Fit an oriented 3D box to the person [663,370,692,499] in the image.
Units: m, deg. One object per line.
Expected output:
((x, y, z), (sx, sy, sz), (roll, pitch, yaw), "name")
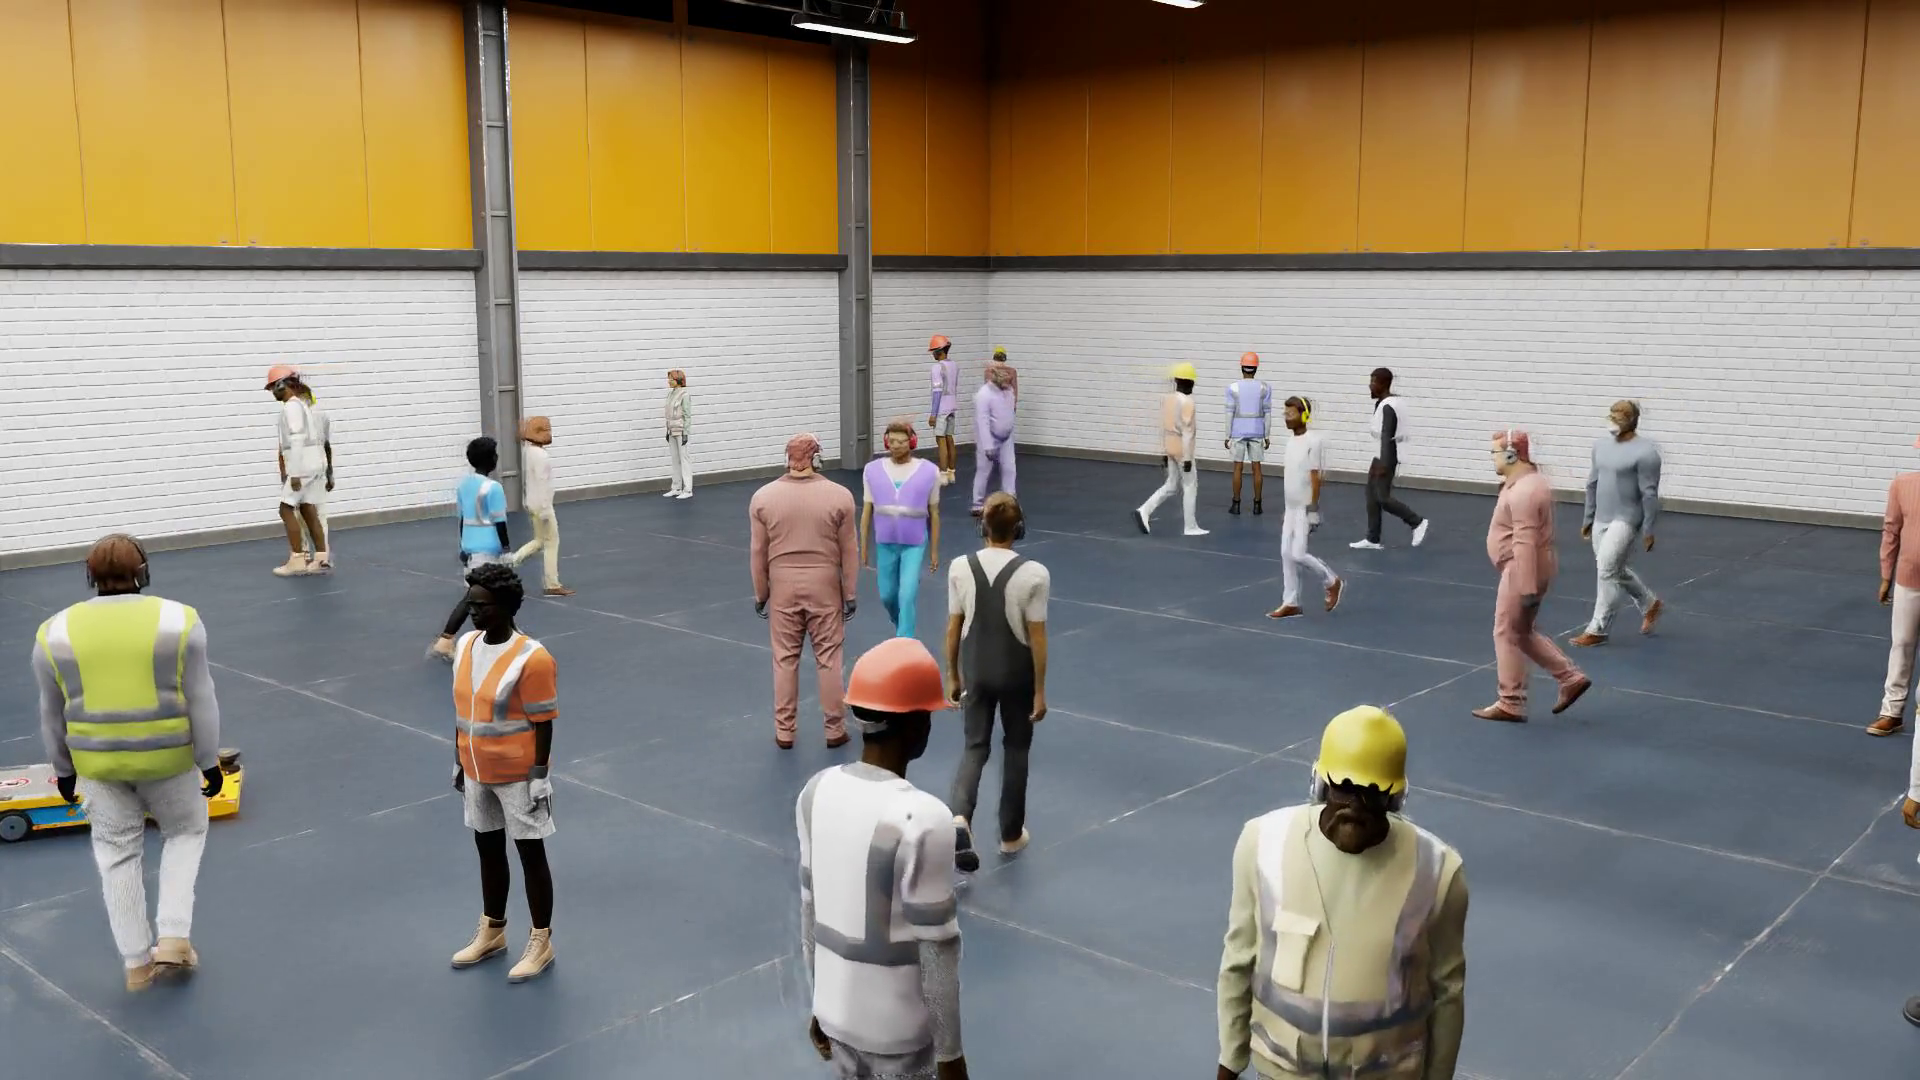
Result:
((-3.579, -1.343, 21.145), (0.309, 1.641, 0.514), (-7, 12, -39), "person")

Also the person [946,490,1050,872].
((0.163, 0.677, 7.889), (0.517, 1.823, 0.743), (3, 10, 19), "person")

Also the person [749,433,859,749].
((-0.924, 0.309, 9.967), (0.643, 1.899, 0.399), (0, 9, 1), "person")

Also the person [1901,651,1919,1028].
((3.783, 0.899, 6.143), (0.552, 1.932, 0.377), (2, 9, 11), "person")

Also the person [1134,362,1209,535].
((2.318, -0.973, 18.005), (0.781, 1.905, 0.590), (-3, 10, -20), "person")

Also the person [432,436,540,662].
((-3.544, 0.066, 12.276), (0.883, 1.664, 0.535), (-7, 12, -39), "person")

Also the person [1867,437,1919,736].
((5.877, 0.248, 10.053), (0.392, 1.991, 0.612), (-8, 12, -41), "person")

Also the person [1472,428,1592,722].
((3.641, 0.233, 10.514), (0.622, 1.876, 0.669), (4, 10, 26), "person")

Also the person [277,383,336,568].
((-6.253, -0.600, 15.986), (0.536, 1.803, 1.028), (-5, 10, -29), "person")

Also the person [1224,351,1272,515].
((3.404, -1.263, 19.711), (0.551, 1.936, 0.357), (0, 9, 2), "person")

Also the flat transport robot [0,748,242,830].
((-4.546, 1.323, 8.693), (1.431, 0.197, 0.652), (-4, 10, -21), "flat transport robot")

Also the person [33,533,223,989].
((-3.270, 0.879, 6.596), (0.657, 1.829, 0.449), (-2, 9, -14), "person")

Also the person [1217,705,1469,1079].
((0.970, 1.268, 4.221), (0.599, 1.809, 0.697), (4, 10, 21), "person")

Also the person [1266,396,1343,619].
((2.846, -0.266, 13.711), (0.567, 1.855, 0.548), (-3, 10, -21), "person")

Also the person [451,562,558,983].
((-1.847, 0.927, 6.711), (0.532, 1.697, 0.320), (5, 10, 30), "person")

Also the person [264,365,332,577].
((-6.287, -0.652, 15.701), (0.644, 1.987, 0.702), (-2, 9, -11), "person")

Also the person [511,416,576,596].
((-3.737, -0.285, 14.590), (0.605, 1.616, 0.503), (-4, 10, -25), "person")

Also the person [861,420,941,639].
((-0.418, 0.024, 12.010), (0.575, 1.821, 0.793), (2, 9, 11), "person")

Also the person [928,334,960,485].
((-0.252, -1.753, 22.474), (0.380, 2.039, 0.607), (4, 10, 25), "person")

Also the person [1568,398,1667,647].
((5.105, -0.140, 12.754), (0.899, 1.914, 0.635), (-3, 9, -18), "person")

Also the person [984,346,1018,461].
((0.620, -2.054, 25.323), (0.541, 1.773, 0.491), (-2, 9, -11), "person")

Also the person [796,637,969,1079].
((-0.268, 1.210, 4.255), (0.648, 1.915, 0.545), (-7, 12, -38), "person")

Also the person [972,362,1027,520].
((0.429, -1.133, 19.194), (0.871, 1.843, 0.659), (8, 12, 42), "person")

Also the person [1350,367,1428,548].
((4.431, -0.827, 17.109), (0.686, 1.894, 0.597), (1, 9, 5), "person")
